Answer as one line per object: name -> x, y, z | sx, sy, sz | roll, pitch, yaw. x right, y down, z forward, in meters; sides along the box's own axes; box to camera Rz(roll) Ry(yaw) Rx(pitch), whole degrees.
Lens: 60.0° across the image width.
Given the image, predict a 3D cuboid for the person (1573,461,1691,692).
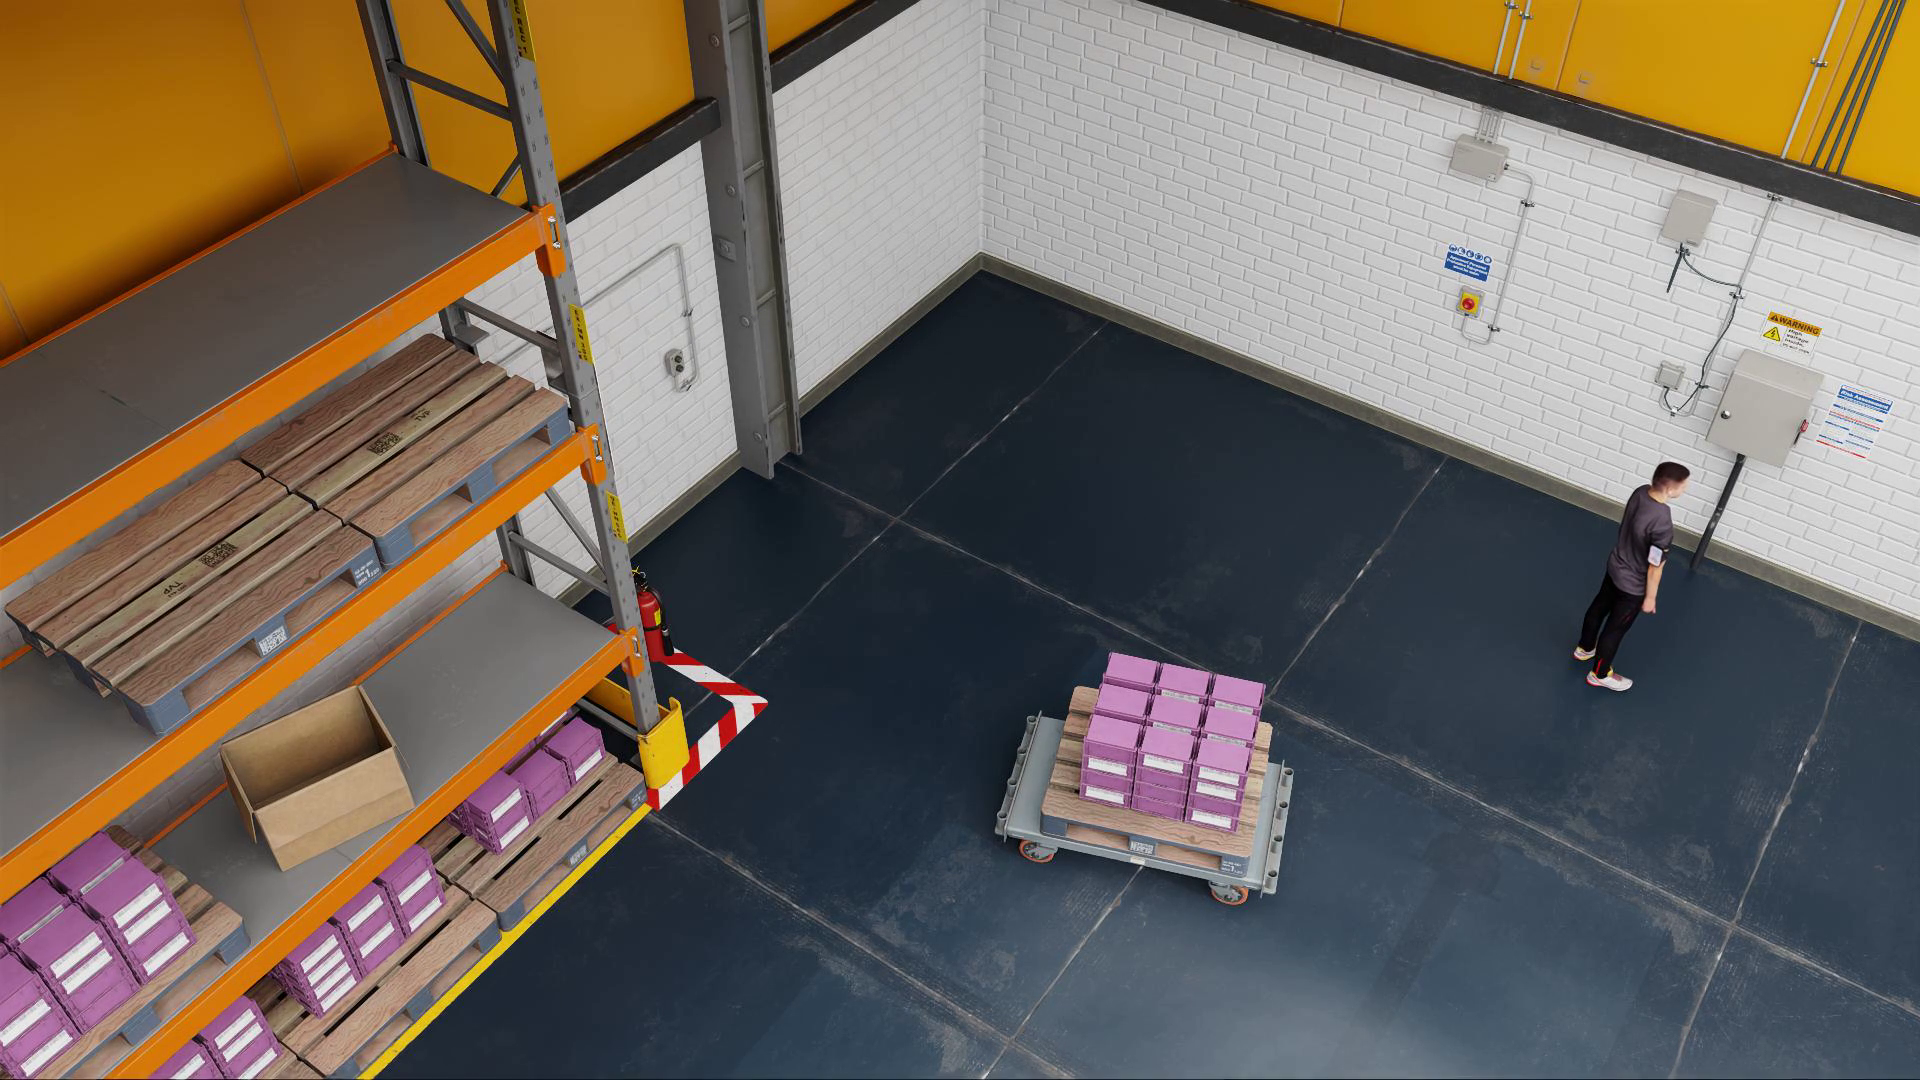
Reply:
person -> 4.202, 0.206, 10.420 | 0.777, 1.762, 0.688 | -2, 44, -2
